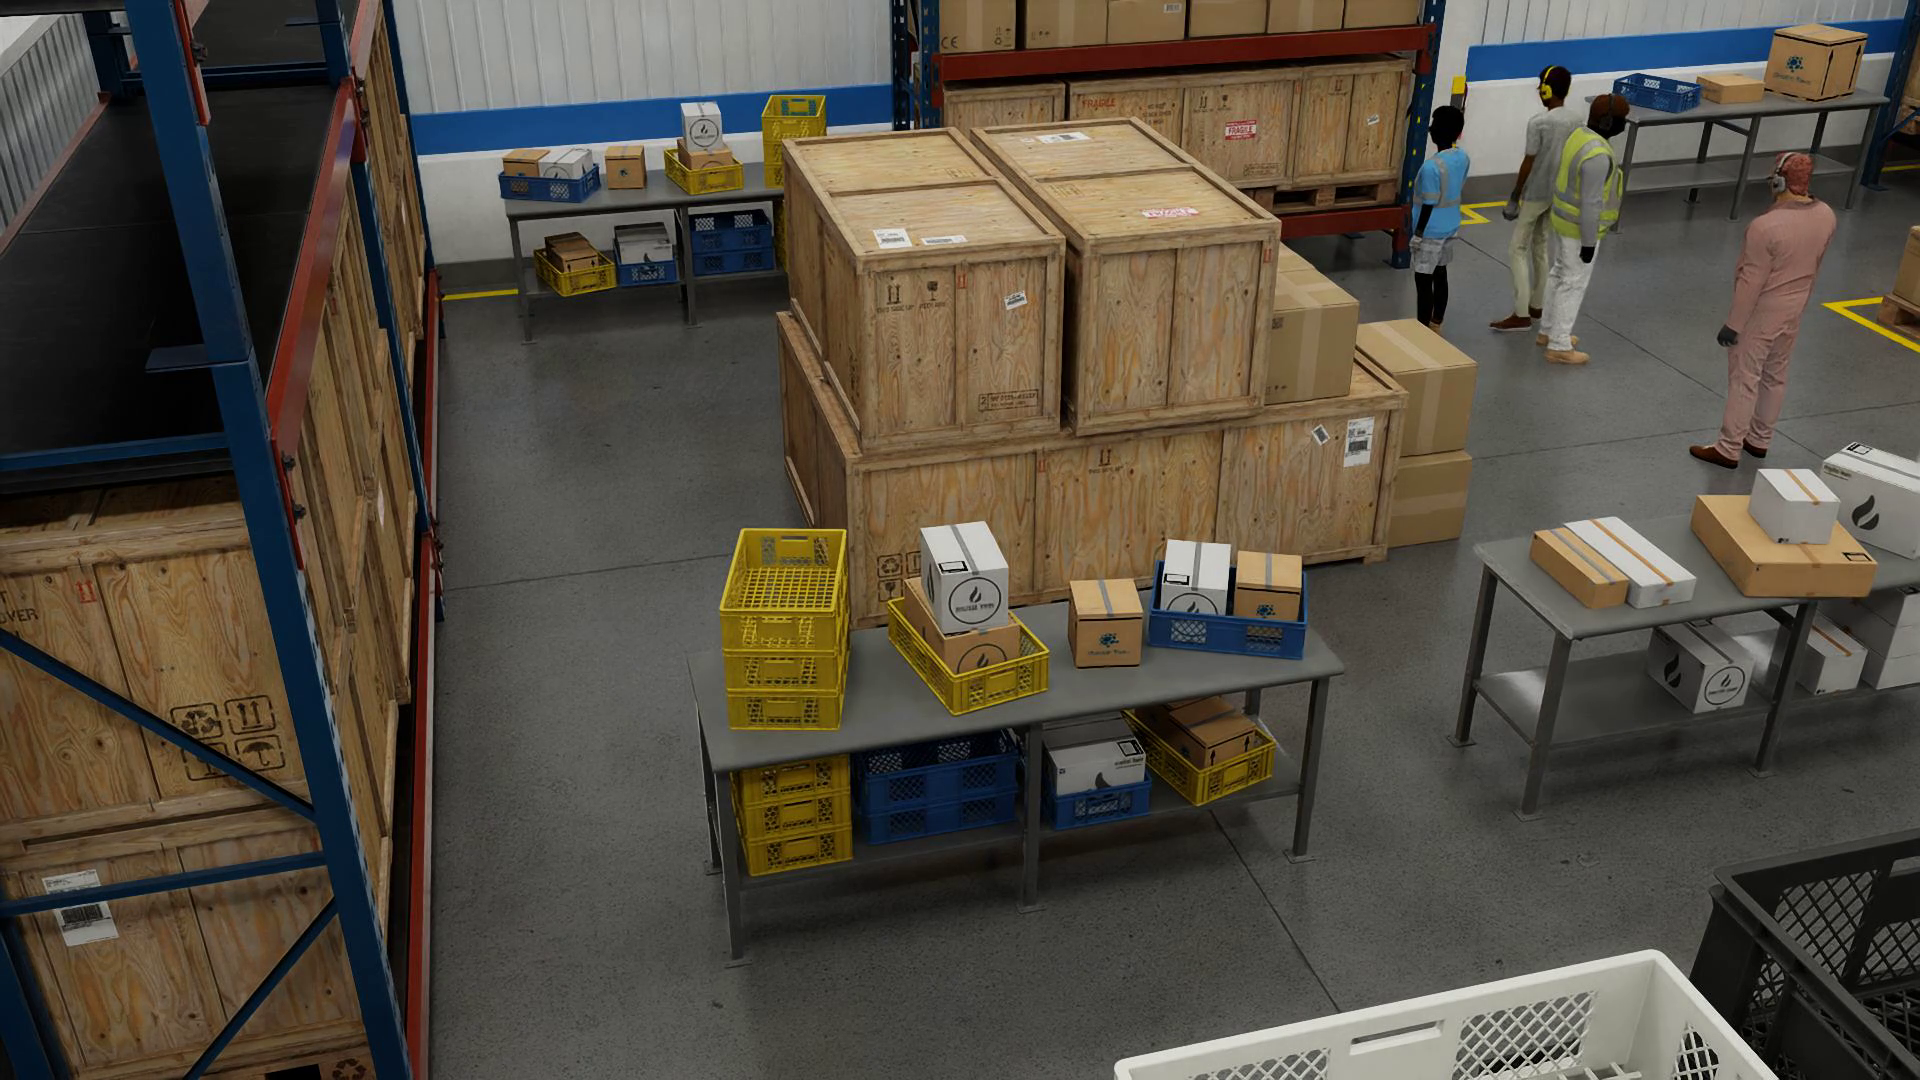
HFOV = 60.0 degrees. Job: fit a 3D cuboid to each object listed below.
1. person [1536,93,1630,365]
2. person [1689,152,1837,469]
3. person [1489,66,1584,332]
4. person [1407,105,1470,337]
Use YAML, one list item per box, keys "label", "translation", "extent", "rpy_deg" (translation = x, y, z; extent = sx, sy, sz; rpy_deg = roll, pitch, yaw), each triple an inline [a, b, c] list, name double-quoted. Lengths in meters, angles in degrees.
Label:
- label: "person"
  translation: [4.240, -2.126, 11.343]
  extent: [0.430, 1.834, 0.643]
  rpy_deg: [4, 29, 7]
- label: "person"
  translation: [4.757, -1.347, 9.866]
  extent: [0.643, 1.894, 0.400]
  rpy_deg: [-14, 32, -24]
- label: "person"
  translation: [4.140, -2.396, 11.817]
  extent: [0.740, 1.848, 0.535]
  rpy_deg: [-16, 33, -27]
- label: "person"
  translation: [3.282, -2.157, 11.533]
  extent: [0.316, 1.695, 0.541]
  rpy_deg: [23, 36, 35]
